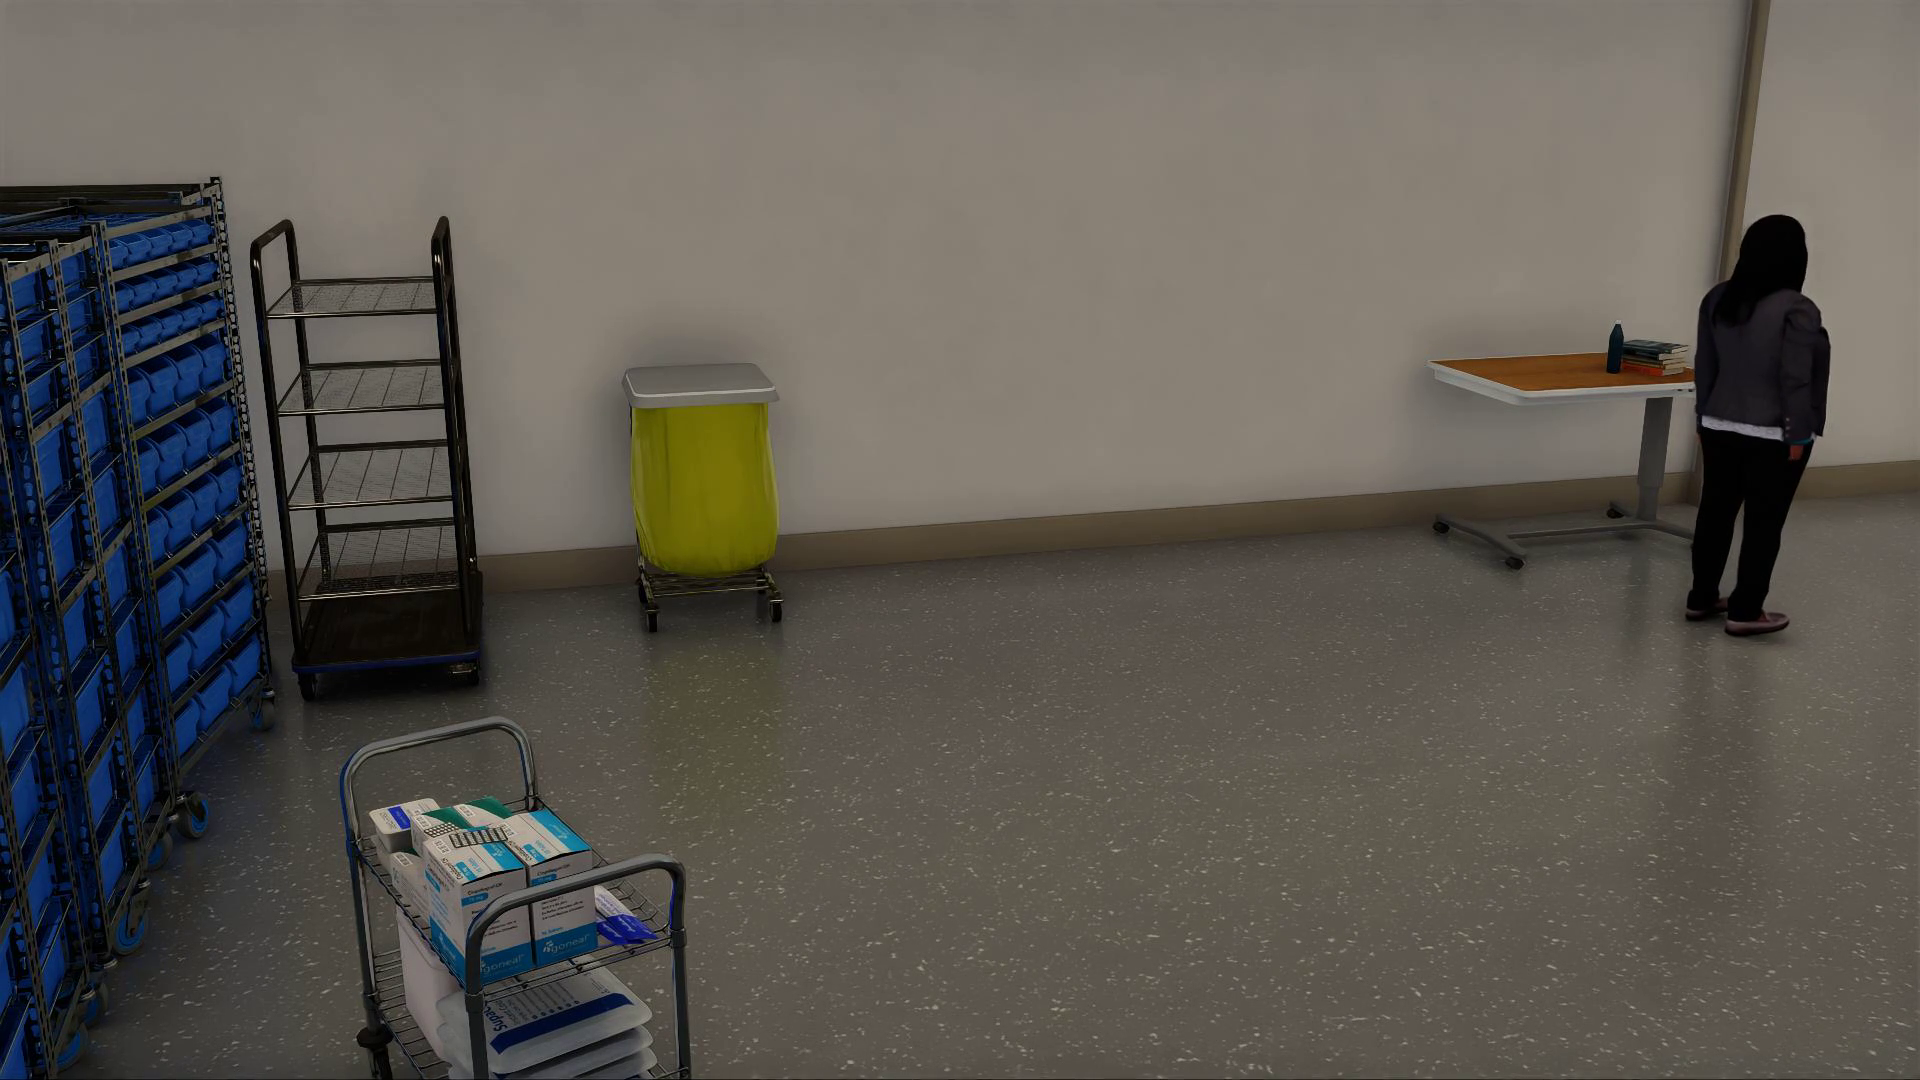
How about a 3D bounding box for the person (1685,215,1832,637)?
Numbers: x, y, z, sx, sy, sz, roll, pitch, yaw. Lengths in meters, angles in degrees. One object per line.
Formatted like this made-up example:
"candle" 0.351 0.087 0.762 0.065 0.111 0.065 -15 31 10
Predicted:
"person" 3.034 -0.433 6.361 0.699 1.599 0.705 -7 17 -23
